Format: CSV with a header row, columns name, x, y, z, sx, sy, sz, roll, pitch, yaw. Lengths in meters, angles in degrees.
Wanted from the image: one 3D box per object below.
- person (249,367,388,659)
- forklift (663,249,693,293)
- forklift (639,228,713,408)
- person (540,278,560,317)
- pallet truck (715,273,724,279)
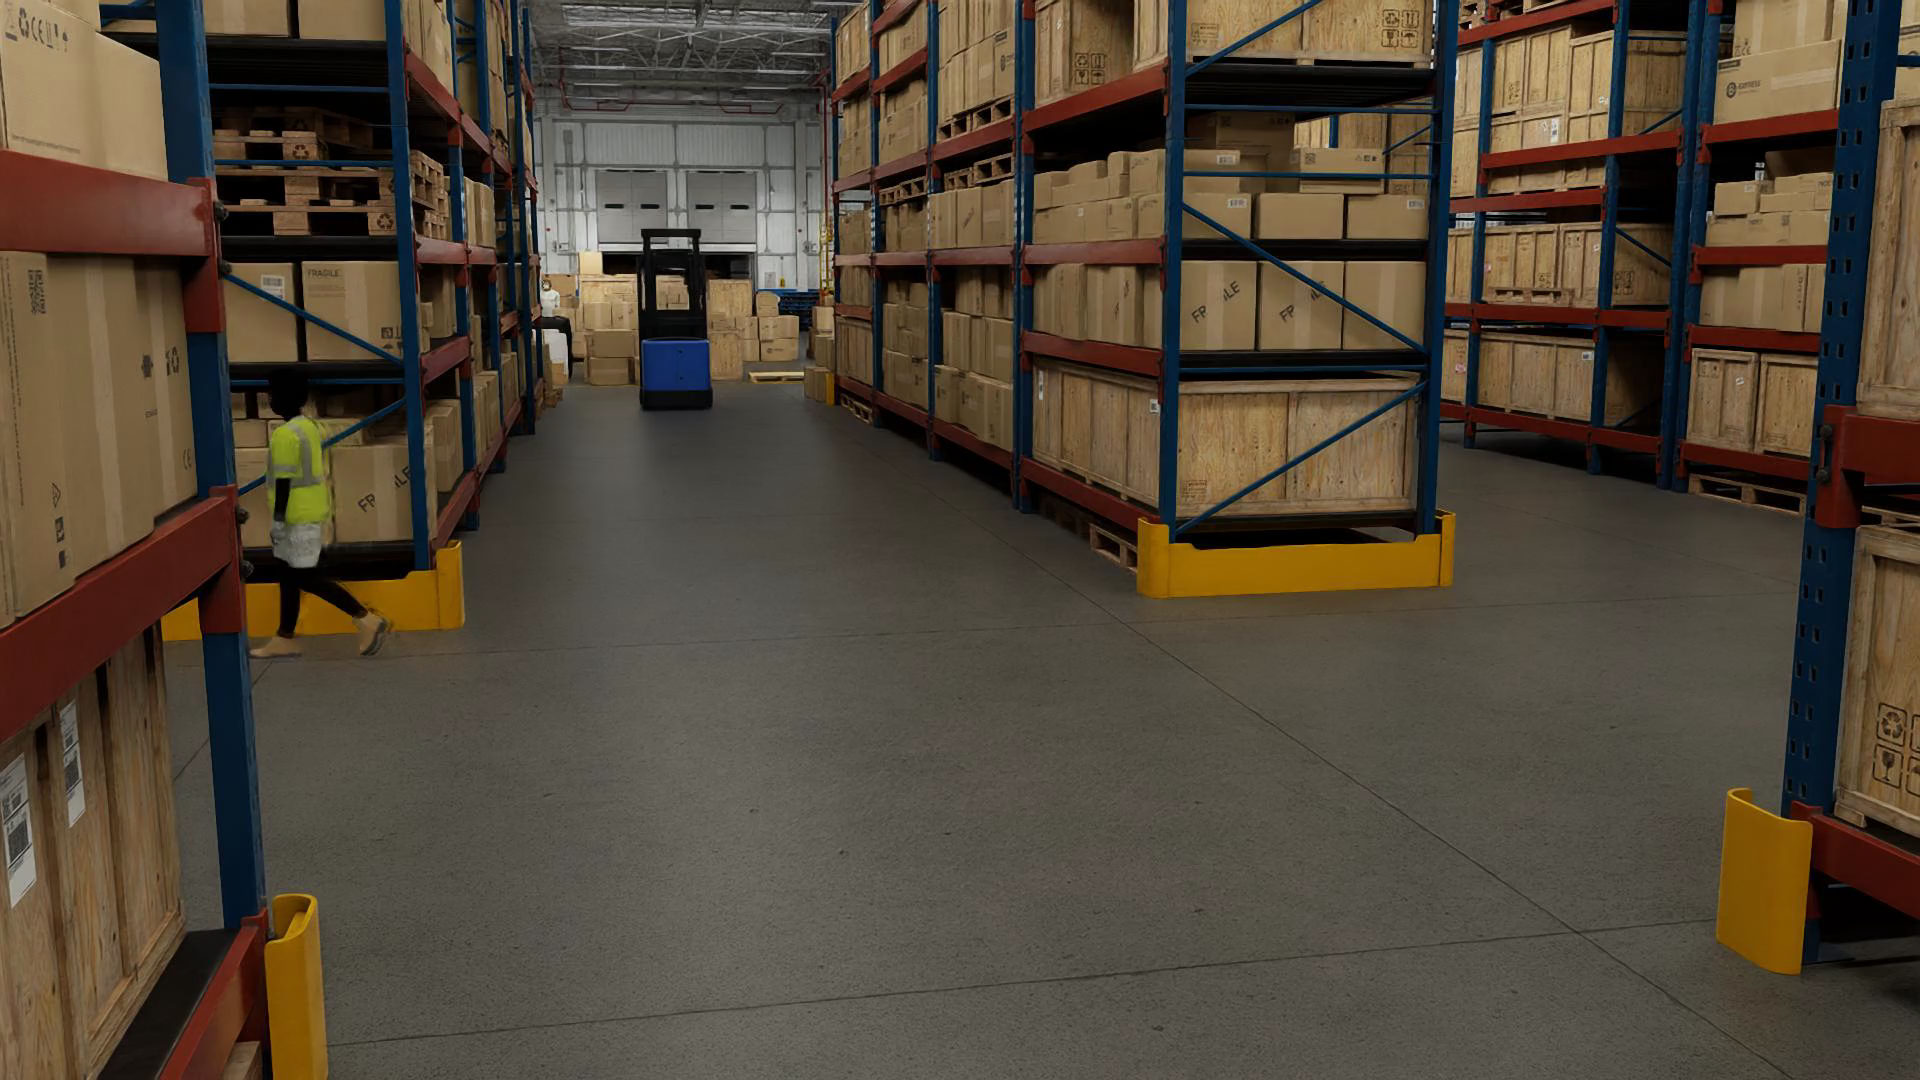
name,x,y,z,sx,sy,sz,roll,pitch,yaw
person,-3.637,-0.137,9.341,0.740,1.675,0.537,-2,9,-10
forklift,-9.250,-8.206,54.841,1.129,2.768,1.873,-7,12,-38
forklift,-4.557,-3.546,26.435,1.129,2.768,1.873,-2,10,-12
person,-10.344,-5.585,41.732,0.627,1.940,0.372,-2,10,-12
pallet truck,-8.580,-8.986,62.280,1.885,1.965,0.823,1,9,5
